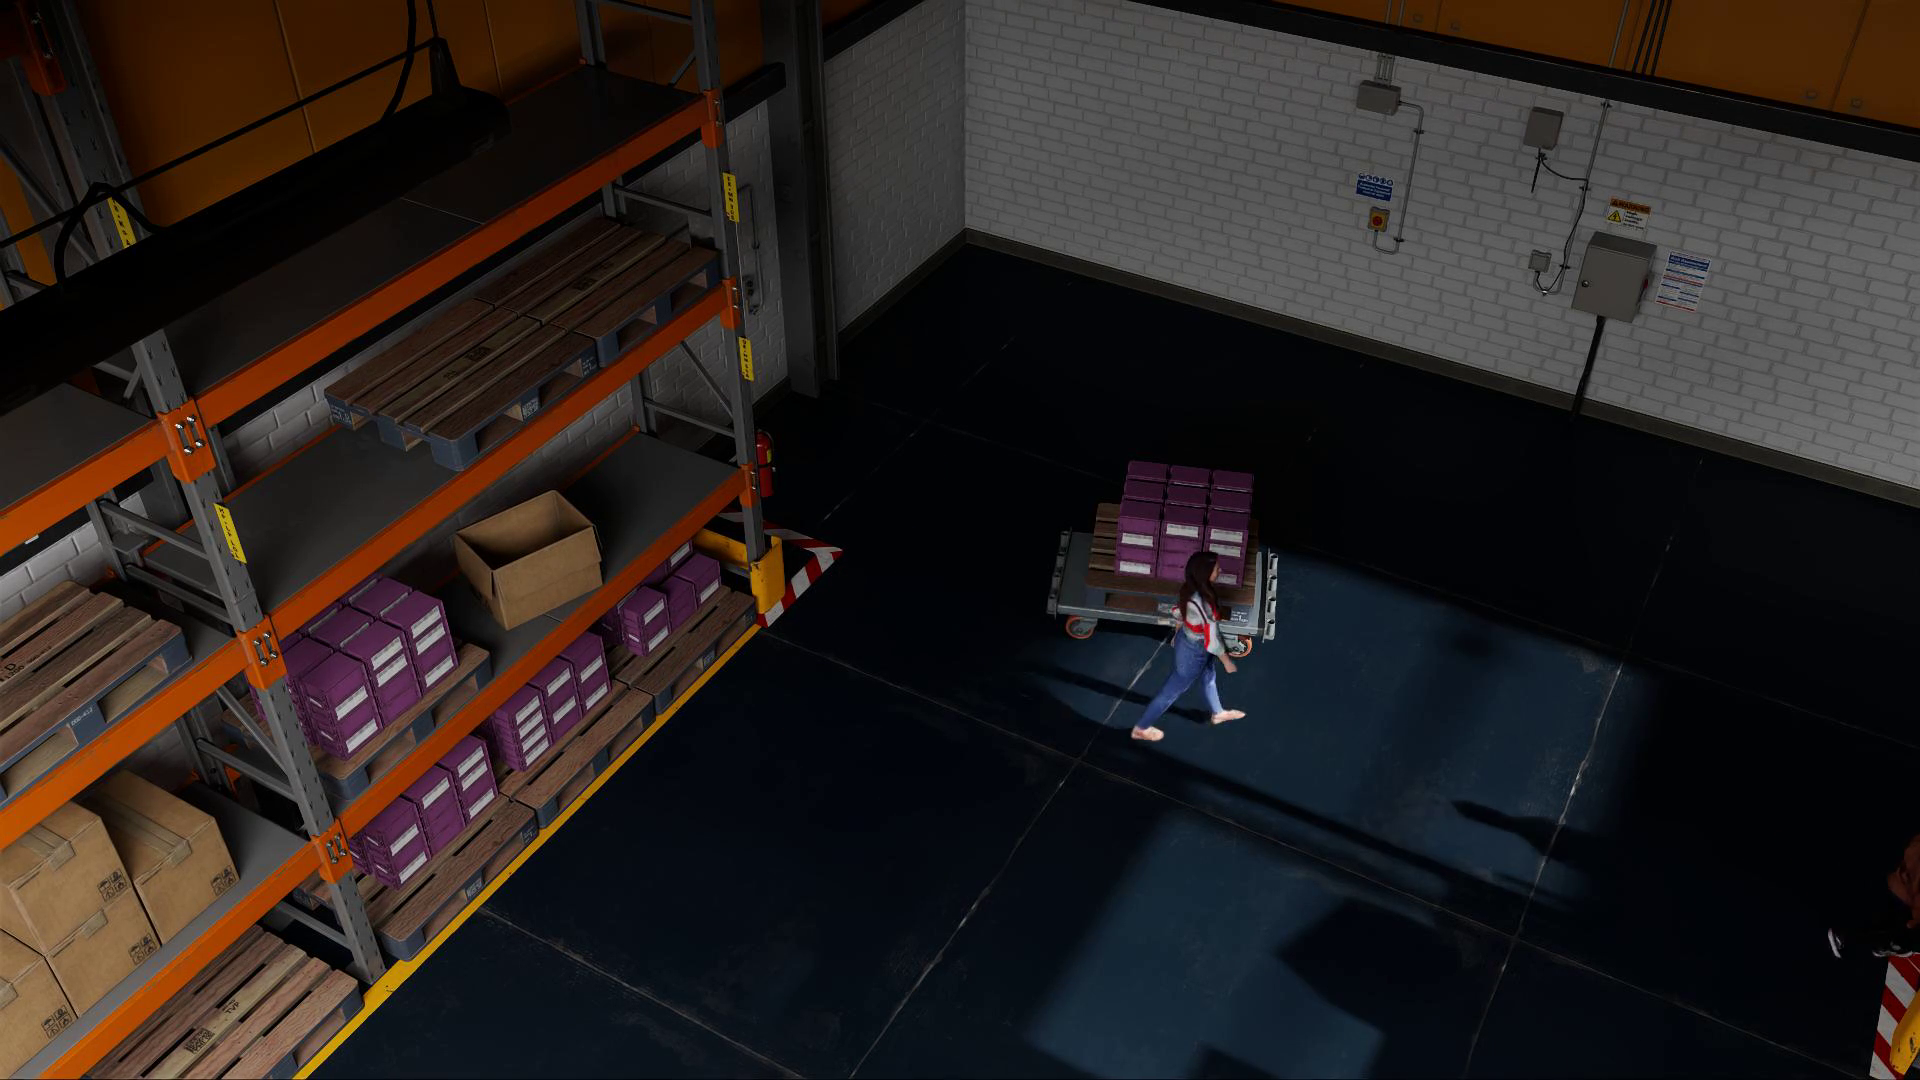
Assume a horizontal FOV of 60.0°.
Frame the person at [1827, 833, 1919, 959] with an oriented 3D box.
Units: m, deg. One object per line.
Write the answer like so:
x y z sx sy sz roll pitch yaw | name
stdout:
5.462 2.053 9.695 0.769 1.242 0.804 2 39 3 | person

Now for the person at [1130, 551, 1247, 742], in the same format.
1.465 0.751 11.057 1.059 1.576 1.077 -4 39 -5 | person
